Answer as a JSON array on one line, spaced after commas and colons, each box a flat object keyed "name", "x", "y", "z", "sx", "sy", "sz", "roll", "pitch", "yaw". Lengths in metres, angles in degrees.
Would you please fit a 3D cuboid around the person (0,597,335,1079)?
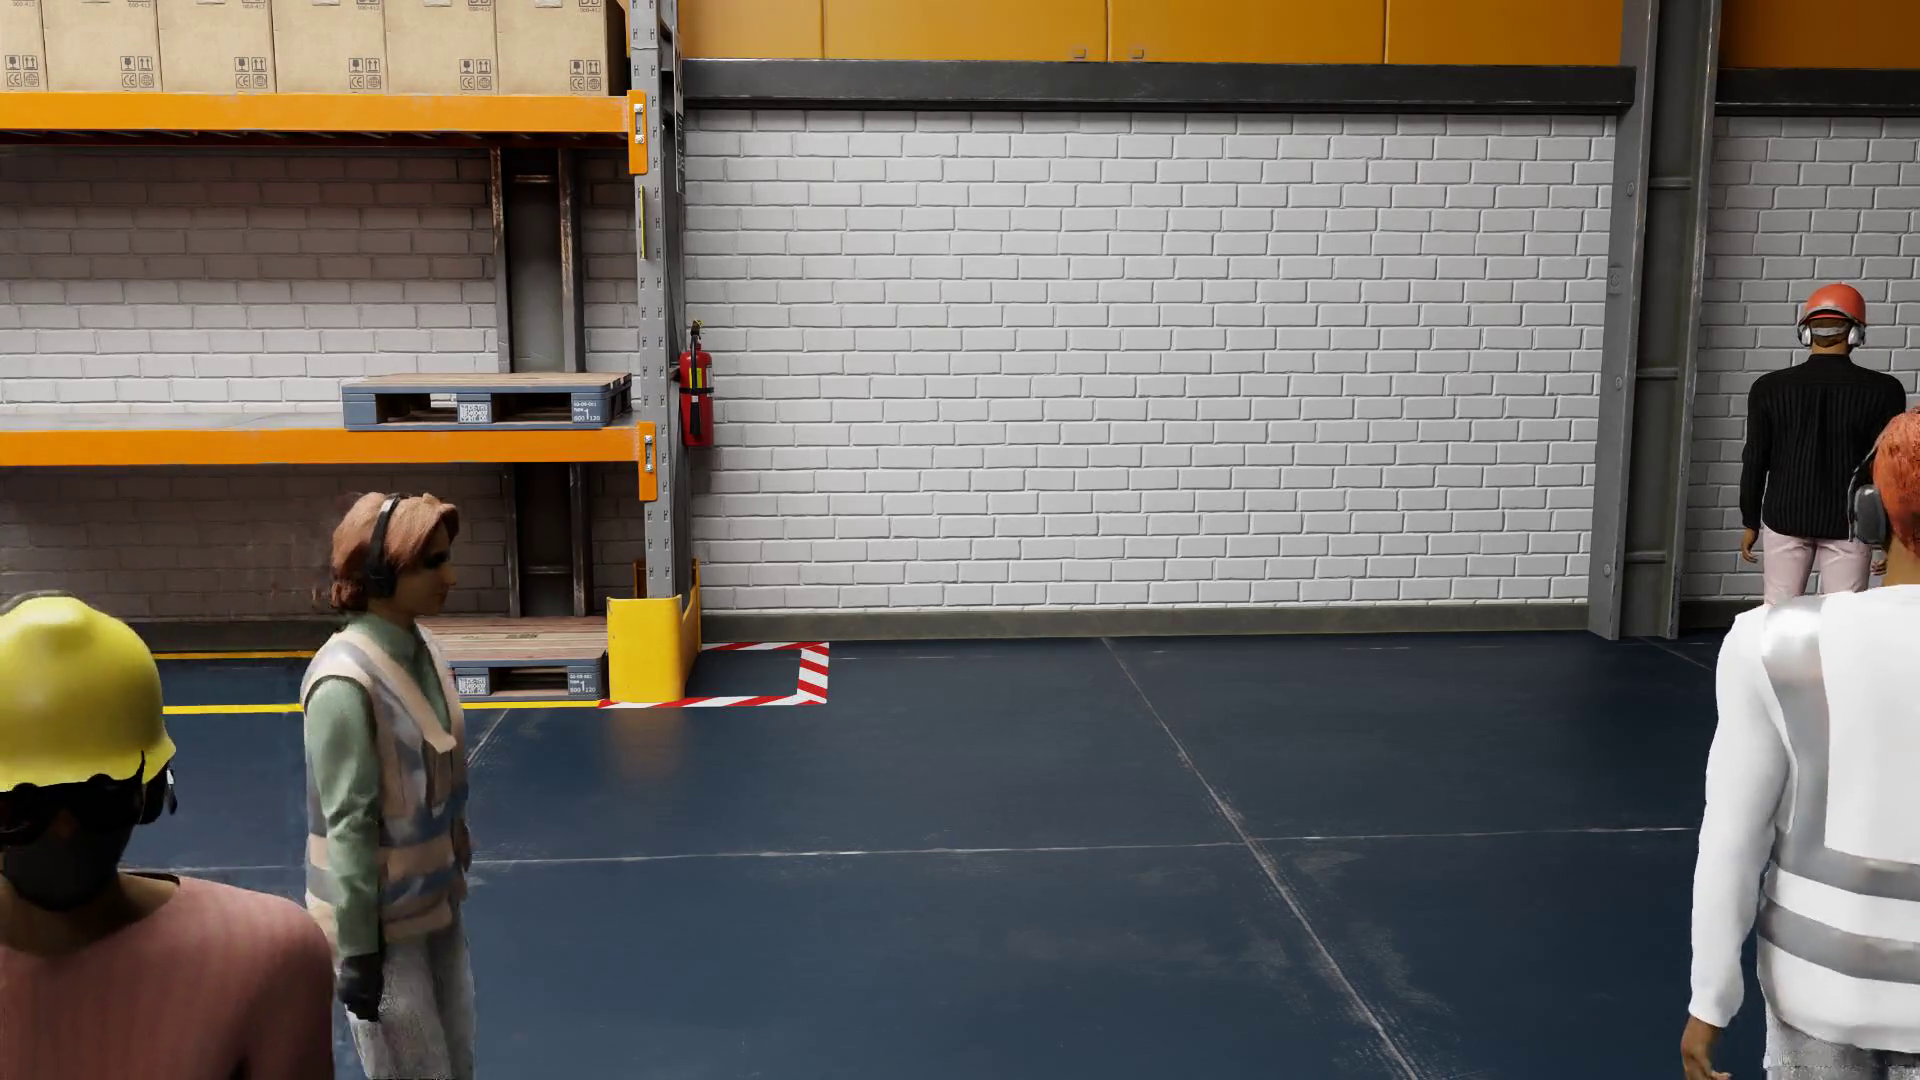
[{"name": "person", "x": -0.924, "y": 0.888, "z": 1.767, "sx": 0.527, "sy": 1.725, "sz": 0.881, "roll": -4, "pitch": 10, "yaw": -23}]

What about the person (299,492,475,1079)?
[{"name": "person", "x": -1.115, "y": 0.710, "z": 3.177, "sx": 0.449, "sy": 1.621, "sz": 0.526, "roll": 0, "pitch": 9, "yaw": 1}]

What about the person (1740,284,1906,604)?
[{"name": "person", "x": 3.570, "y": -0.061, "z": 6.911, "sx": 0.610, "sy": 1.986, "sz": 0.392, "roll": 6, "pitch": 11, "yaw": 35}]

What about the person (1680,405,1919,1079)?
[{"name": "person", "x": 1.443, "y": 0.712, "z": 2.553, "sx": 0.595, "sy": 1.842, "sz": 0.979, "roll": 5, "pitch": 10, "yaw": 27}]
